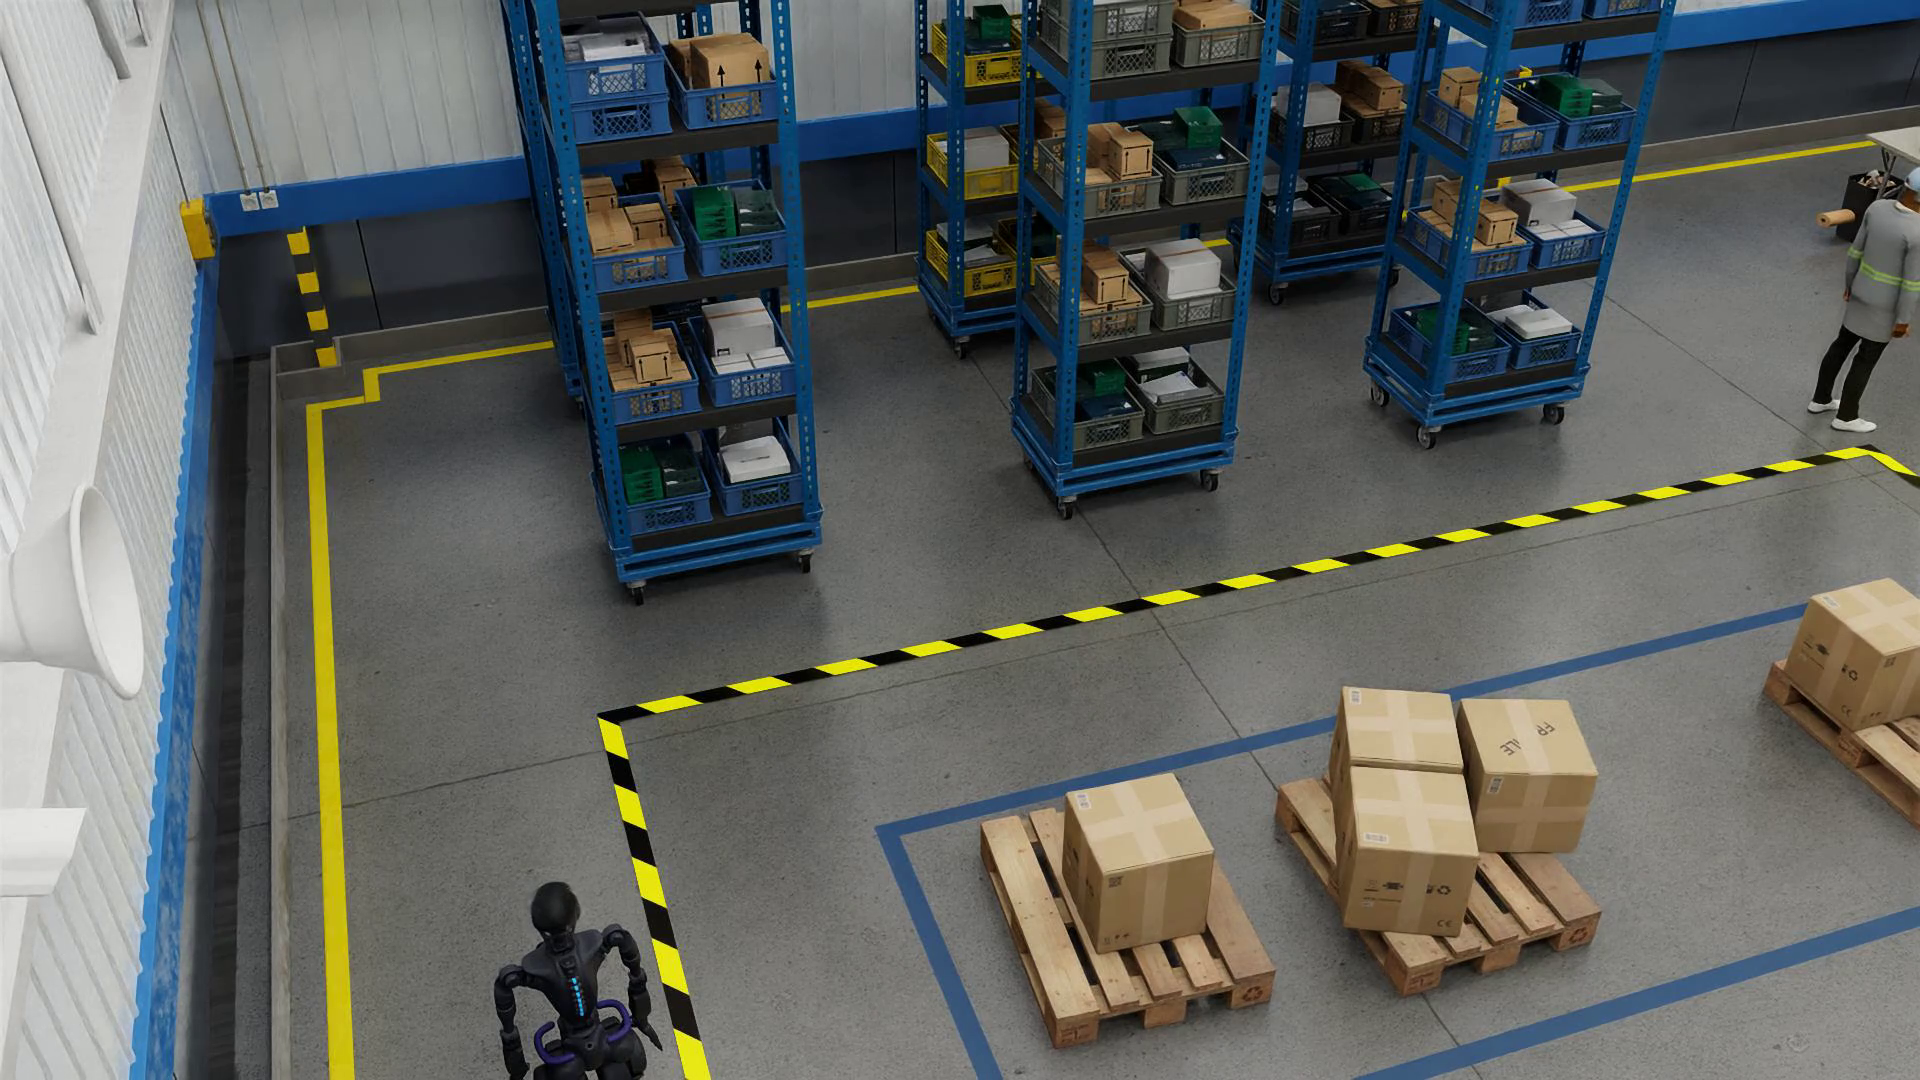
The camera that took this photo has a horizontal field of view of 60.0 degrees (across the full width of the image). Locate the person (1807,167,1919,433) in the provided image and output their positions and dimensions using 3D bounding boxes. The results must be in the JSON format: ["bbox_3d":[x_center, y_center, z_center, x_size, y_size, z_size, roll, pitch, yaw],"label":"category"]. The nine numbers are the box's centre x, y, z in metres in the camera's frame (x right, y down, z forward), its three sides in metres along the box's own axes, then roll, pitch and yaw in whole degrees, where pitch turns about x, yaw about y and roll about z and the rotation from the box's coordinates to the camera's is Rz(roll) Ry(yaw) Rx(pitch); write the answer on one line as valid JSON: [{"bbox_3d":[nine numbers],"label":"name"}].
[{"bbox_3d":[6.061,-1.590,10.937,0.388,1.849,0.597,-8,36,-11],"label":"person"}]

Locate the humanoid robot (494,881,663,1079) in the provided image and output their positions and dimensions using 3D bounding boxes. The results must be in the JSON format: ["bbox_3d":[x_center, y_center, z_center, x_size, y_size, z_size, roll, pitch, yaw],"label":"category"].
[{"bbox_3d":[-1.394,1.893,6.138,0.599,1.655,0.315,-18,39,-23],"label":"humanoid robot"}]
